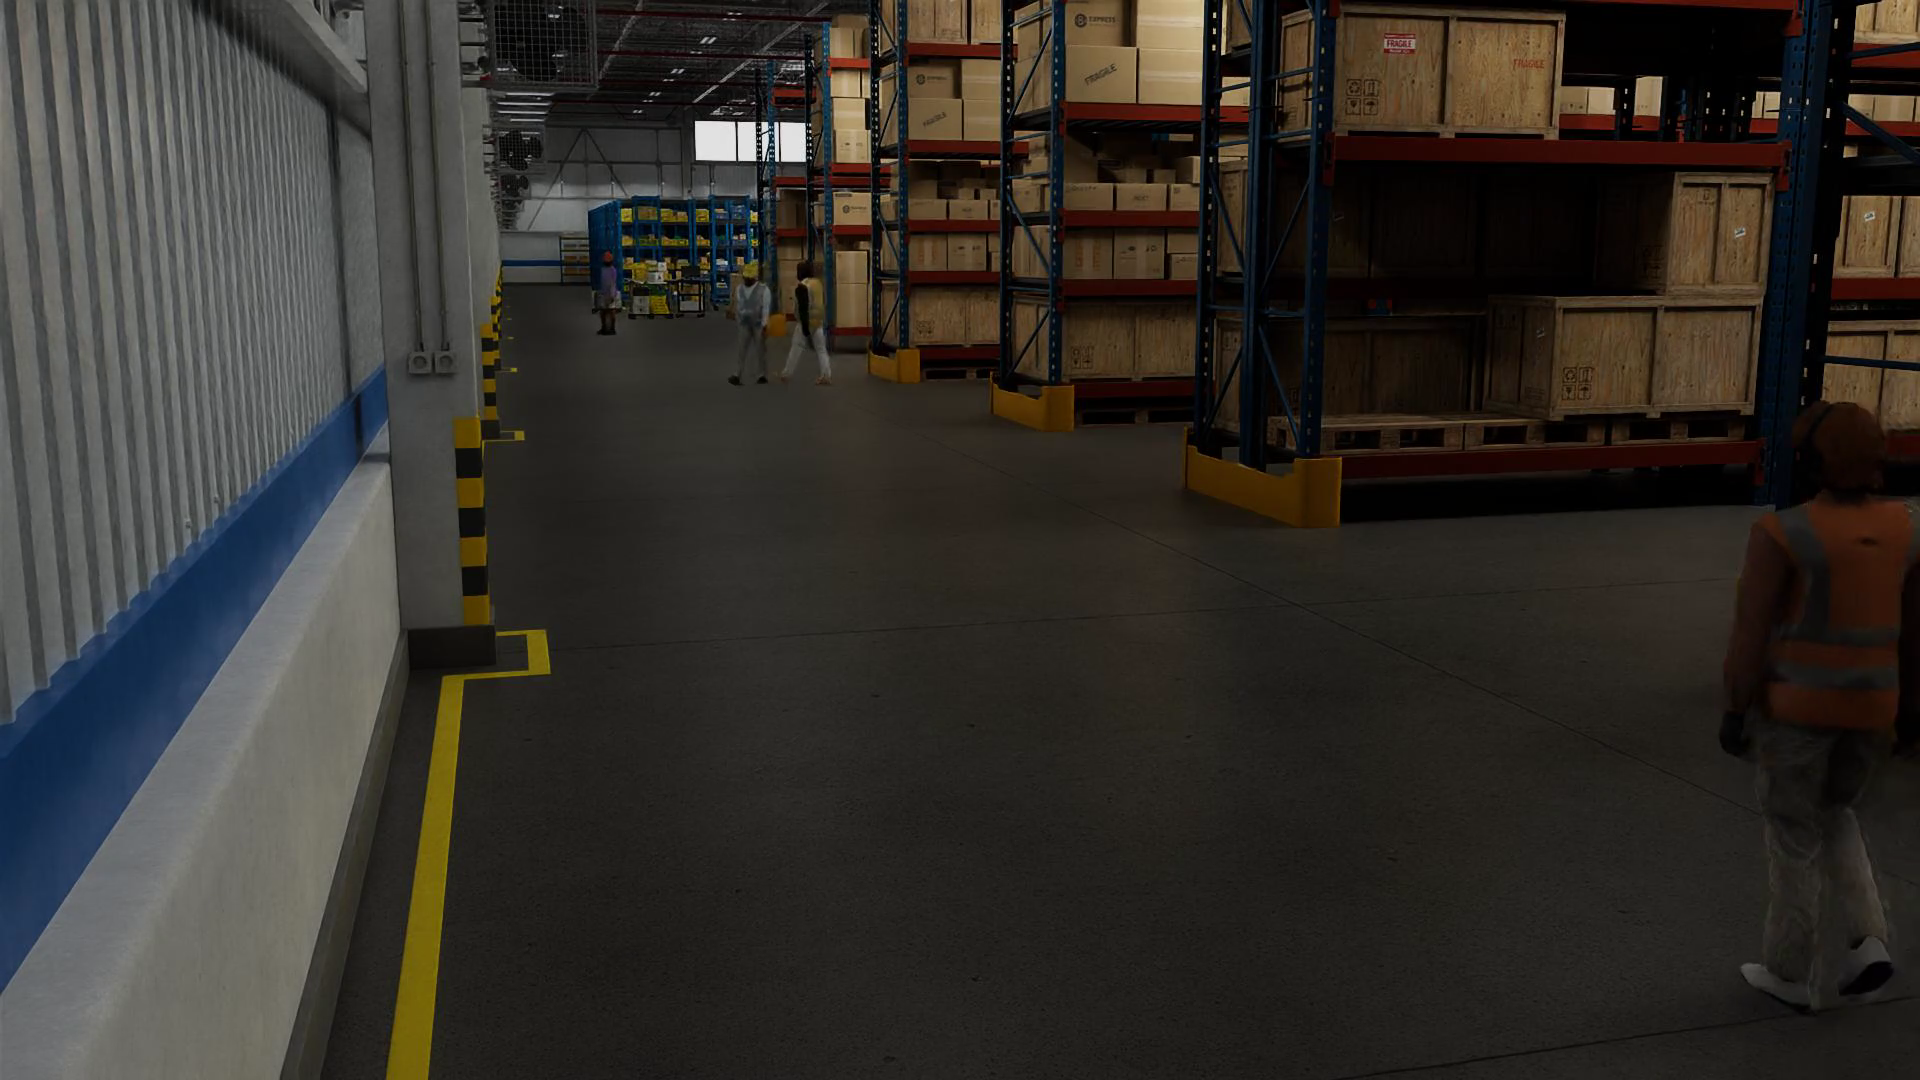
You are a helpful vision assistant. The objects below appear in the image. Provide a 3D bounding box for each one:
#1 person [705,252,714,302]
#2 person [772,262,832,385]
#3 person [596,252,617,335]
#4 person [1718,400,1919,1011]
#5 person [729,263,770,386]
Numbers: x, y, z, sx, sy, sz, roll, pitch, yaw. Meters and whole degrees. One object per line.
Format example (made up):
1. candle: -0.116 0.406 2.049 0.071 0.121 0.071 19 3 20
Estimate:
1. person: -9.220 -9.658 61.056 0.586 1.823 0.403 -7 12 -35
2. person: -2.278 -3.157 24.332 0.942 1.787 0.621 5 11 28
3. person: -8.041 -5.609 37.914 0.581 1.894 0.606 6 12 32
4. person: 2.258 0.447 4.379 0.537 1.624 0.361 -2 10 -10
5. person: -3.042 -3.127 24.211 0.582 1.766 0.895 2 10 14
